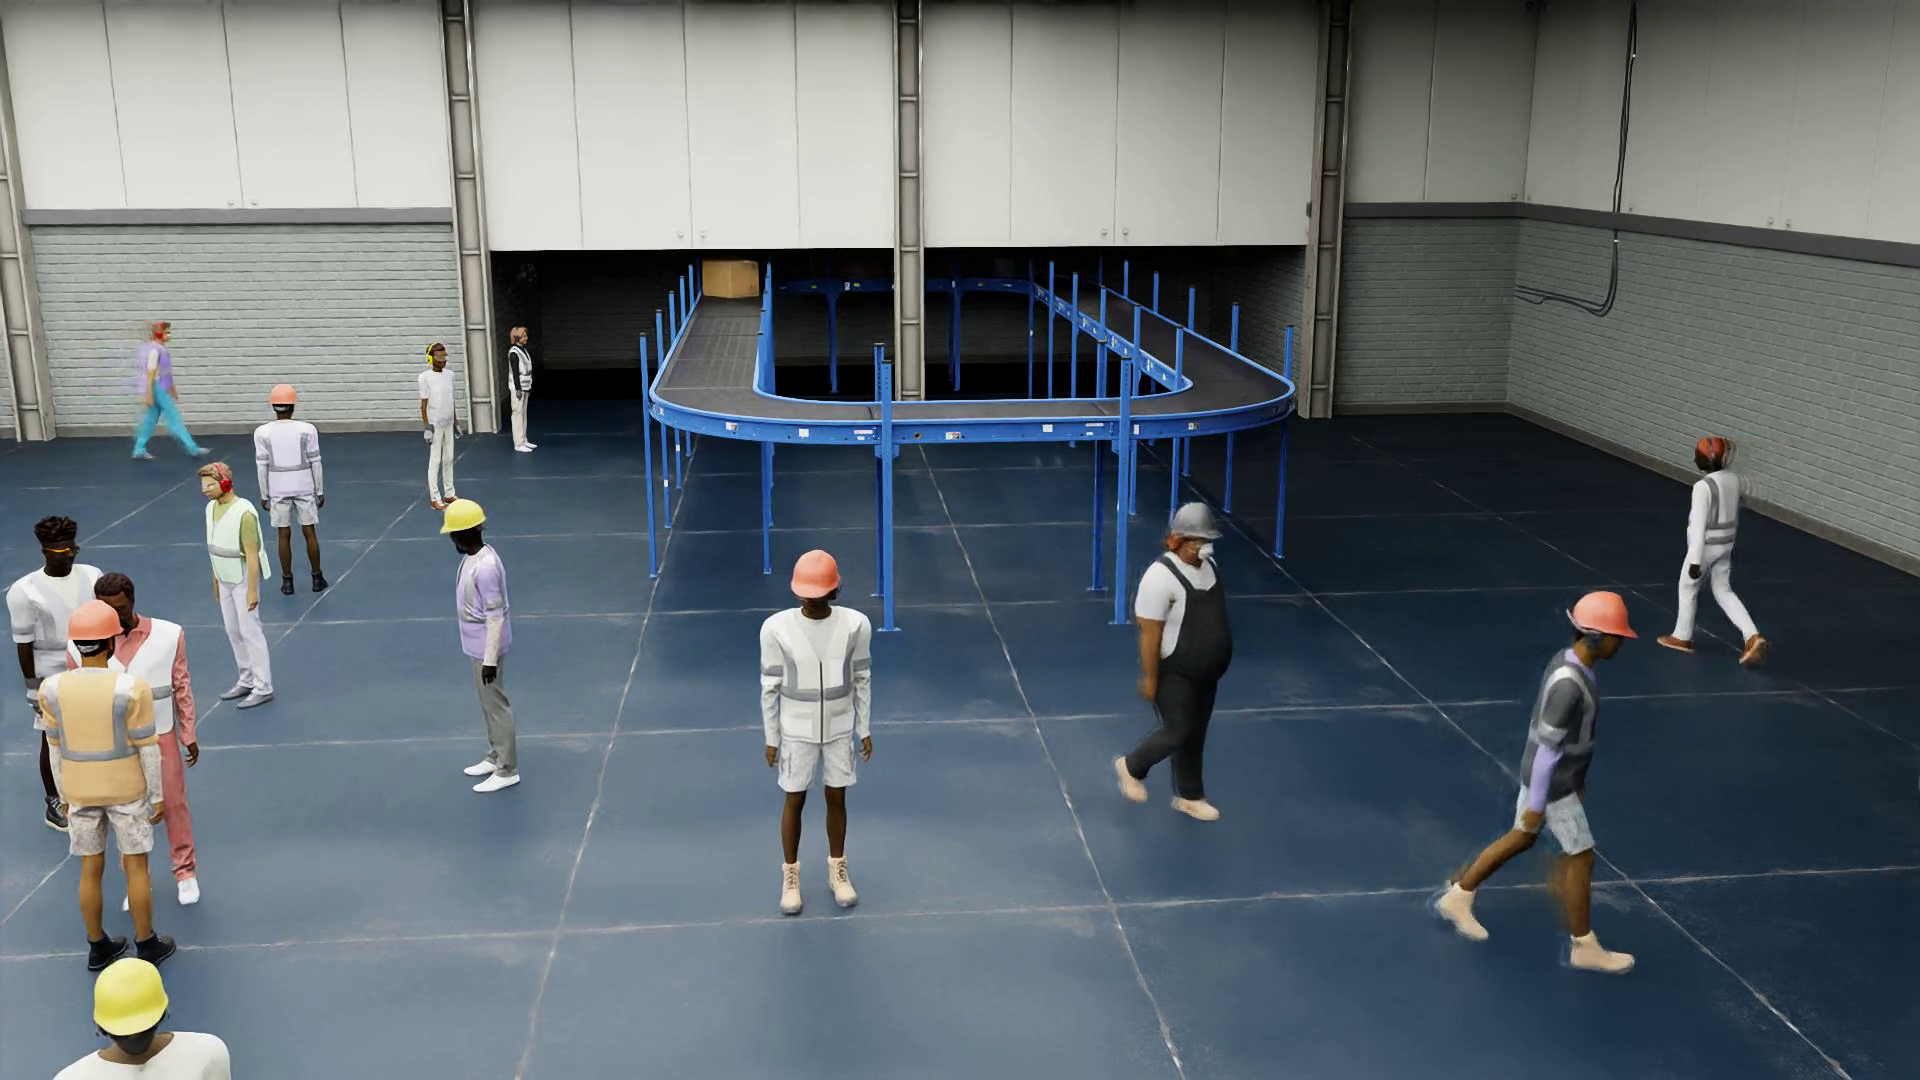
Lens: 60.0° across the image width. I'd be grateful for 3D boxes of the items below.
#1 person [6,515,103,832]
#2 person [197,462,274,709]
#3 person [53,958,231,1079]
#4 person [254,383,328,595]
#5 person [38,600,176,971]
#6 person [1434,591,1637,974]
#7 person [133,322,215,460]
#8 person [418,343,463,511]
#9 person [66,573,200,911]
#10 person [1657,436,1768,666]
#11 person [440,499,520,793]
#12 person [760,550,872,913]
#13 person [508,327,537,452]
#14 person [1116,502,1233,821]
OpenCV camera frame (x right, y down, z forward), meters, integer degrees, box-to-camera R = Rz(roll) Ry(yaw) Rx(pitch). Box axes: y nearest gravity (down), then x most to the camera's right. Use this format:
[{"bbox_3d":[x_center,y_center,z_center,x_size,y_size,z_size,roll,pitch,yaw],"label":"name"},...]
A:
[{"bbox_3d":[-5.431,0.796,10.147,0.385,1.957,0.603,7,16,27],"label":"person"},{"bbox_3d":[-5.342,0.316,12.318,0.580,1.830,0.401,11,18,37],"label":"person"},{"bbox_3d":[-2.519,2.121,5.228,0.533,1.766,0.317,-9,17,-31],"label":"person"},{"bbox_3d":[-6.120,-0.466,15.230,0.551,1.935,0.375,-5,15,-19],"label":"person"},{"bbox_3d":[-4.292,1.247,8.408,0.539,1.929,0.385,-1,14,-5],"label":"person"},{"bbox_3d":[2.955,1.199,8.474,0.994,1.998,0.606,5,15,19],"label":"person"},{"bbox_3d":[-10.170,-1.894,21.254,1.005,1.780,0.573,-5,15,-19],"label":"person"},{"bbox_3d":[-5.788,-1.272,18.589,0.328,1.872,0.512,7,16,27],"label":"person"},{"bbox_3d":[-4.497,1.086,9.093,0.601,1.907,0.411,-5,15,-21],"label":"person"},{"bbox_3d":[6.048,0.080,13.248,0.623,1.838,0.906,-8,16,-30],"label":"person"},{"bbox_3d":[-3.085,0.675,10.703,0.388,1.916,0.592,-6,15,-23],"label":"person"},{"bbox_3d":[-0.762,1.033,9.031,0.609,2.036,0.403,-4,14,-14],"label":"person"},{"bbox_3d":[-5.789,-1.990,21.926,0.312,1.642,0.512,0,14,-1],"label":"person"},{"bbox_3d":[1.368,0.737,10.206,0.635,2.000,0.704,12,18,40],"label":"person"}]
